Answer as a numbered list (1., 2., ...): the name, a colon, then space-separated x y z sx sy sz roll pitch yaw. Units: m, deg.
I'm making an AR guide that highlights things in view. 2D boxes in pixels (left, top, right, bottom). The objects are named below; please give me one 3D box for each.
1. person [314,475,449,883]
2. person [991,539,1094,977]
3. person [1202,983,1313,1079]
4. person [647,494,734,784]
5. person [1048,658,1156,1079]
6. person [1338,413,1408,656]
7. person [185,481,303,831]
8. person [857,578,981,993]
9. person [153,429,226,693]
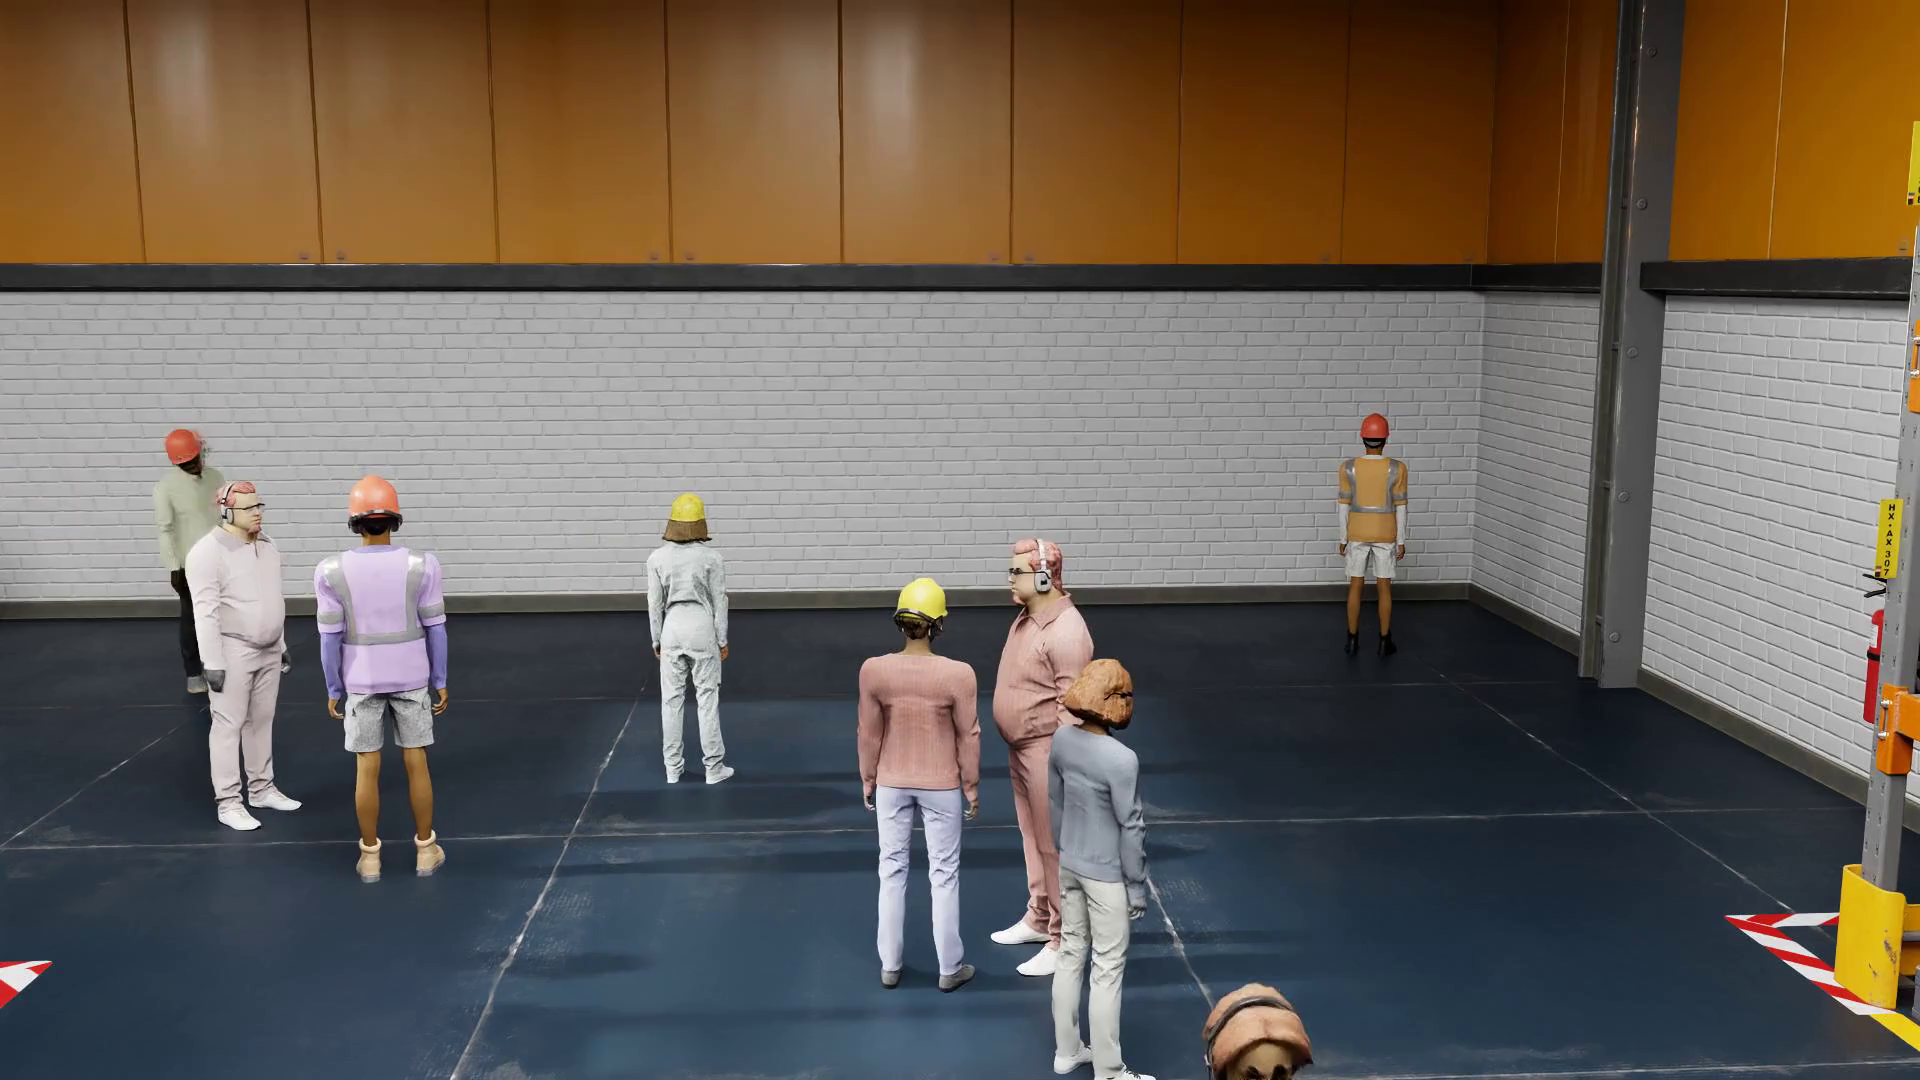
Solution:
1. person: -2.877 0.695 8.333 0.608 2.048 0.365 -3 9 -17
2. person: 0.339 0.939 7.266 0.403 1.898 0.652 -2 9 -15
3. person: 0.578 1.680 3.481 0.549 1.626 0.359 0 9 -2
4. person: -1.609 0.590 9.940 0.483 1.745 0.305 2 9 10
5. person: 0.519 1.242 6.195 0.285 1.633 0.497 -6 11 -34
6. person: 3.287 -0.039 13.272 0.545 1.943 0.347 3 10 19
7. person: -3.936 0.625 9.211 0.404 1.911 0.636 3 9 16
8. person: -0.169 1.037 7.067 0.528 1.767 0.329 2 9 13
9. person: -5.540 0.136 12.180 0.479 1.942 0.776 3 10 21
